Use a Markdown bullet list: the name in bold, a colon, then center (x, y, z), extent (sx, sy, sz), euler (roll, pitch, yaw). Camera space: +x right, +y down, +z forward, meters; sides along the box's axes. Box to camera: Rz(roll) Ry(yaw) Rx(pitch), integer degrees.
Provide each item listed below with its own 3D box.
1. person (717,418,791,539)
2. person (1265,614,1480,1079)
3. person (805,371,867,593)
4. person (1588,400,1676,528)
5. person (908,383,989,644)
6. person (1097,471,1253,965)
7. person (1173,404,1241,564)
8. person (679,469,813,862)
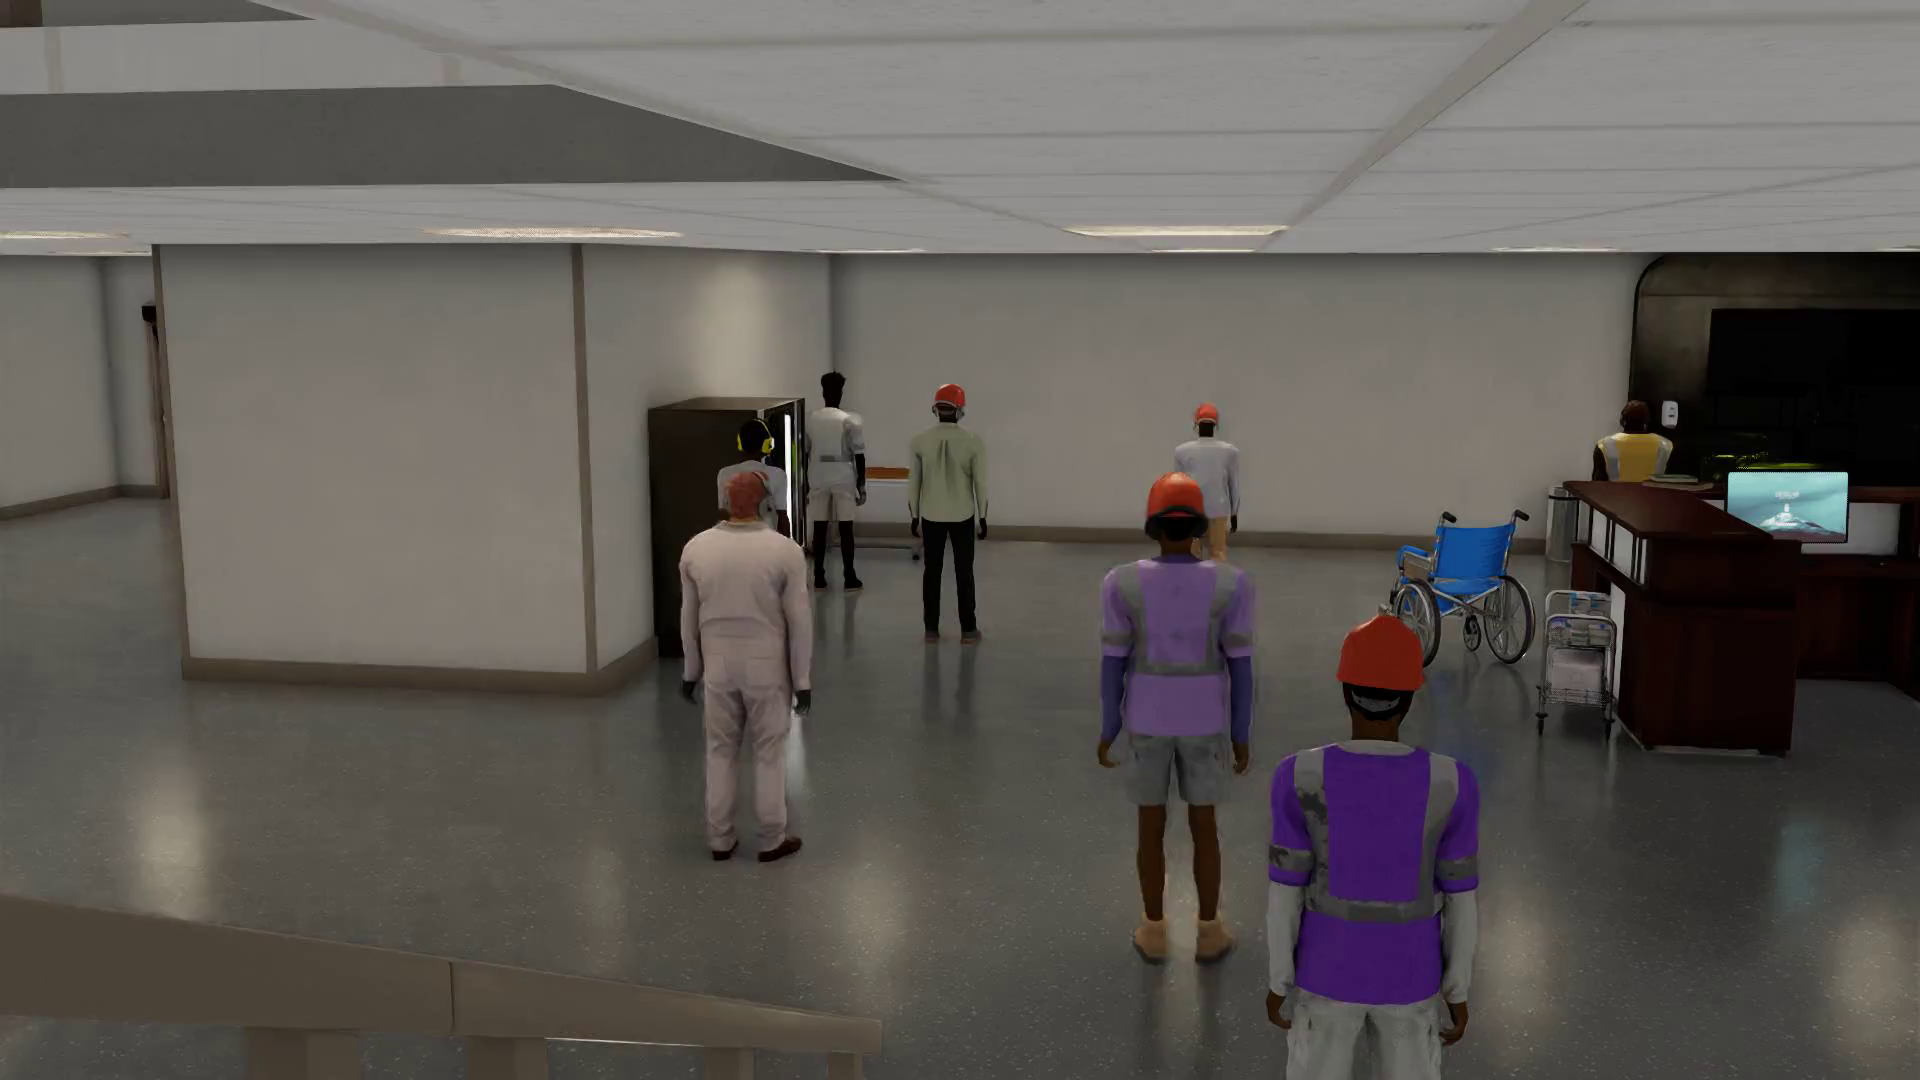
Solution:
- **person**: center (-1.367, 0.118, 11.144), extent (0.533, 1.868, 0.310), euler (1, 9, 9)
- **person**: center (1.103, 1.159, 4.512), extent (0.551, 1.934, 0.373), euler (1, 9, 9)
- **person**: center (-1.121, -0.509, 14.714), extent (0.613, 1.961, 0.368), euler (1, 9, 9)
- **person**: center (5.256, -0.179, 13.062), extent (0.633, 1.841, 0.429), euler (1, 9, 9)
- **person**: center (-0.083, -0.198, 12.705), extent (0.622, 1.992, 0.396), euler (1, 9, 9)
- **person**: center (0.891, 0.738, 6.877), extent (0.644, 2.029, 0.445), euler (0, 9, 3)
- **person**: center (2.041, -0.258, 13.877), extent (0.583, 1.742, 0.389), euler (0, 9, 2)
- **person**: center (-1.038, 0.614, 8.055), extent (0.690, 1.895, 0.444), euler (2, 9, 13)
